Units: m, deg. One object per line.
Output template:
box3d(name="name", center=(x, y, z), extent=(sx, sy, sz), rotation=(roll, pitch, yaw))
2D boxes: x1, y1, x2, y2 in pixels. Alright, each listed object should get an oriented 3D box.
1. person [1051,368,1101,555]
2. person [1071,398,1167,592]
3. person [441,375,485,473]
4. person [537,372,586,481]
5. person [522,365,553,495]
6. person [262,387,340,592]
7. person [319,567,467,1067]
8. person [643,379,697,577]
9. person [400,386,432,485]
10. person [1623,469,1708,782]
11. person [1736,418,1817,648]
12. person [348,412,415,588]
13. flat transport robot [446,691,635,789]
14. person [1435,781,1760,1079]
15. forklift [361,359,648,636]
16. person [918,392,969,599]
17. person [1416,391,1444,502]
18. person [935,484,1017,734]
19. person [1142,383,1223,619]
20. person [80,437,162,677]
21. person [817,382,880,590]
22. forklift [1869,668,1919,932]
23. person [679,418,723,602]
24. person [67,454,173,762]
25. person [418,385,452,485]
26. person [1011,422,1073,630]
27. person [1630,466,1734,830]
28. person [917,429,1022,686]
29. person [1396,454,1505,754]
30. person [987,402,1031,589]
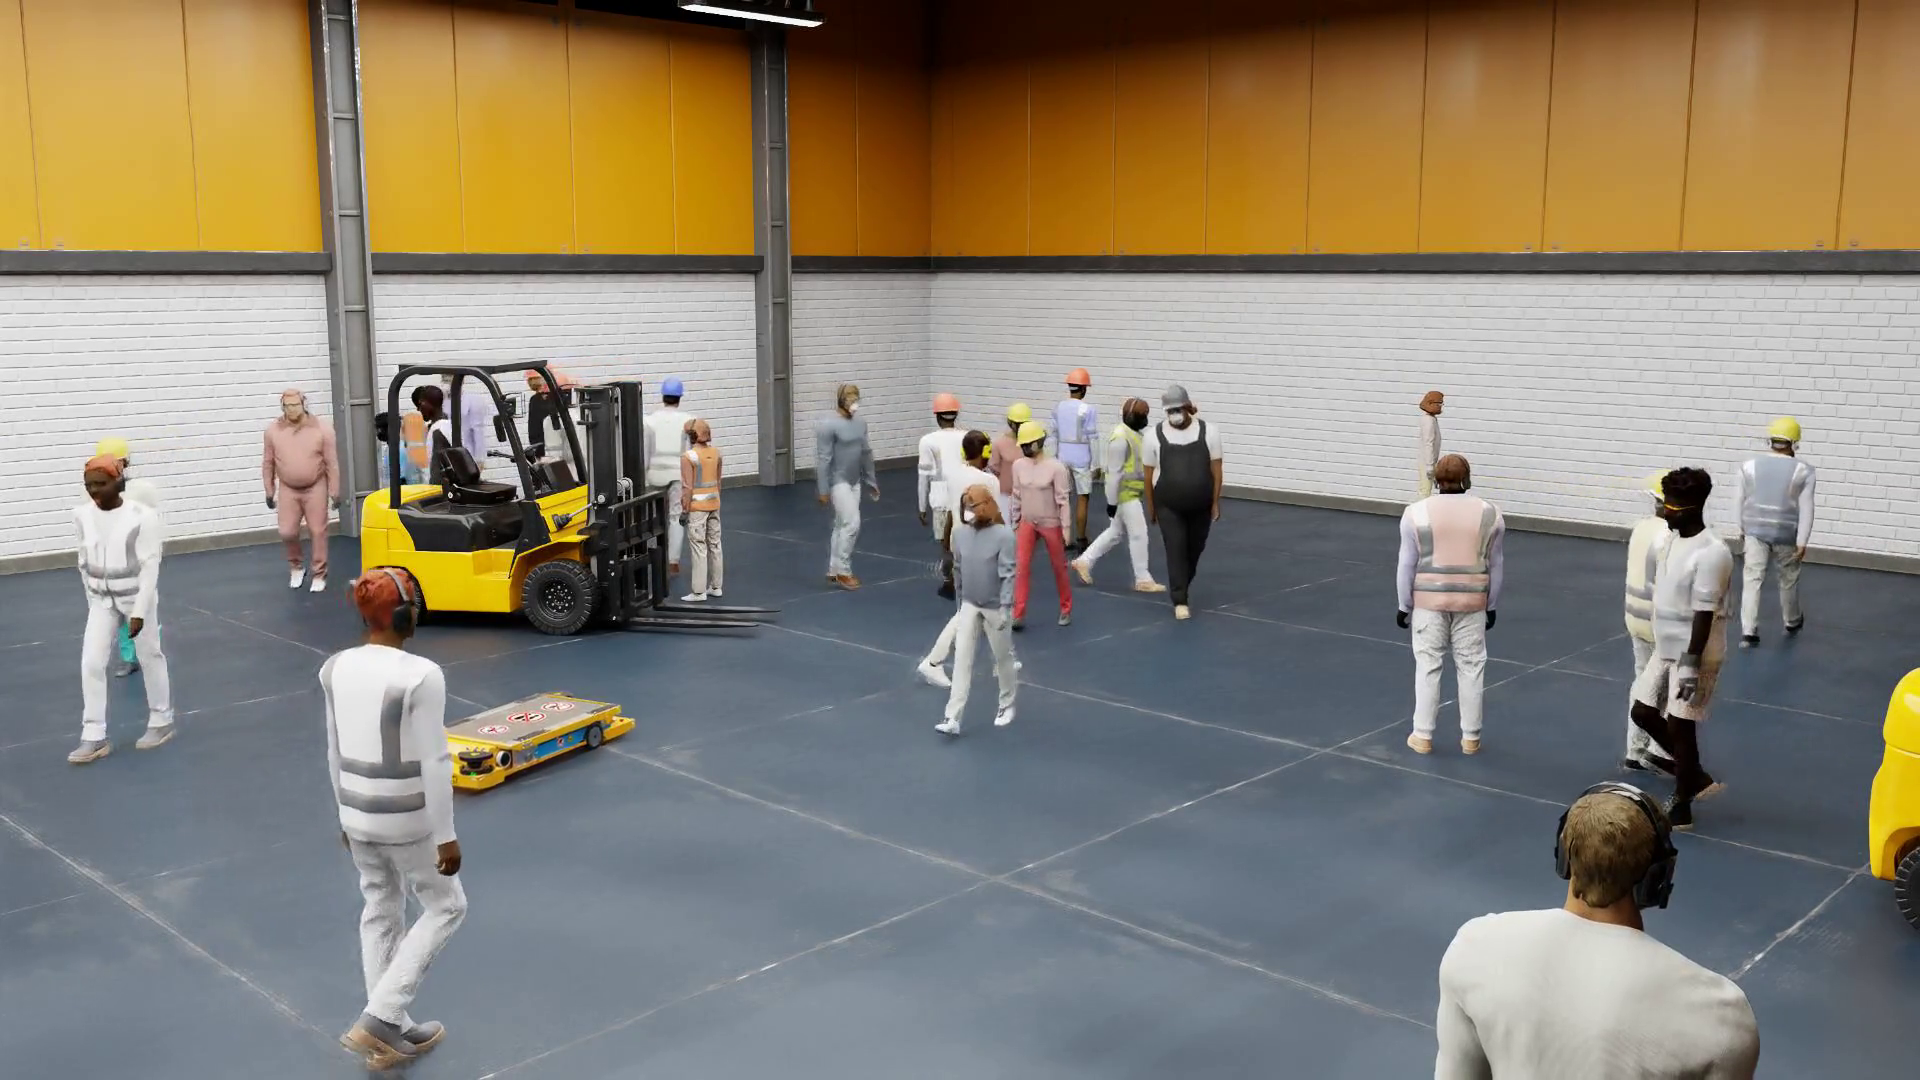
box3d(name="person", center=(1.211, -0.820, 17.282), extent=(0.550, 1.930, 0.372), rotation=(9, 13, 43))
box3d(name="person", center=(1.450, -0.419, 15.261), extent=(0.871, 1.801, 0.633), rotation=(3, 10, 18))
box3d(name="person", center=(-5.333, -0.900, 17.786), extent=(0.630, 1.920, 0.558), rotation=(3, 10, 17))
box3d(name="person", center=(-3.694, -0.515, 15.125), extent=(0.780, 2.017, 0.648), rotation=(3, 10, 20))
box3d(name="person", center=(-4.447, -0.947, 17.892), extent=(0.578, 1.984, 0.631), rotation=(-9, 13, -43))
box3d(name="person", center=(-6.001, -0.452, 15.166), extent=(0.687, 1.885, 0.405), rotation=(-2, 9, -10))
box3d(name="person", center=(-2.075, 1.031, 6.101), extent=(0.610, 1.869, 0.435), rotation=(5, 11, 30))
box3d(name="person", center=(-2.791, -0.615, 16.155), extent=(0.622, 1.883, 1.019), rotation=(0, 9, -2))
box3d(name="person", center=(-5.809, -0.820, 18.019), extent=(0.531, 1.690, 0.319), rotation=(3, 10, 20))
box3d(name="person", center=(4.076, 0.492, 9.585), extent=(0.466, 1.818, 0.599), rotation=(0, 9, -1))
box3d(name="person", center=(6.434, -0.072, 13.126), extent=(0.596, 1.779, 0.935), rotation=(7, 12, 37))
box3d(name="person", center=(-5.188, -0.364, 15.341), extent=(0.888, 1.643, 0.547), rotation=(-3, 10, -17))
box3d(name="flat transport robot", center=(-2.667, 1.185, 10.061), extent=(0.652, 0.197, 1.431), rotation=(5, 10, 26))
box3d(name="person", center=(1.276, 1.438, 3.405), extent=(0.634, 1.937, 0.355), rotation=(8, 12, 40))
box3d(name="forklift", center=(-3.850, -0.407, 13.936), extent=(2.313, 2.155, 1.214), rotation=(2, 9, 11))
box3d(name="person", center=(-0.065, -0.335, 14.479), extent=(0.548, 1.893, 0.984), rotation=(-3, 10, -18))
box3d(name="person", center=(5.110, -0.809, 18.118), extent=(0.268, 1.632, 0.507), rotation=(2, 10, 14))
box3d(name="person", center=(0.120, 0.451, 10.527), extent=(0.516, 1.588, 0.845), rotation=(5, 10, 27))
box3d(name="person", center=(1.903, -0.394, 14.329), extent=(0.684, 2.000, 0.938), rotation=(0, 9, -2))
box3d(name="person", center=(-6.059, 0.127, 12.004), extent=(0.538, 1.751, 0.364), rotation=(0, 9, -2))
box3d(name="person", center=(-1.019, -0.489, 15.285), extent=(0.588, 1.914, 0.648), rotation=(5, 11, 28))
box3d(name="forklift", center=(5.205, 0.723, 7.013), extent=(2.313, 2.155, 1.214), rotation=(9, 13, 43))
box3d(name="person", center=(-2.293, -0.264, 14.771), extent=(0.307, 1.637, 0.512), rotation=(5, 11, 30))
box3d(name="person", center=(-5.077, 0.410, 10.011), extent=(0.570, 1.842, 0.882), rotation=(1, 9, 4))
box3d(name="person", center=(-4.711, -0.452, 15.103), extent=(0.484, 1.898, 0.616), rotation=(-3, 10, -16))
box3d(name="person", center=(0.629, -0.109, 13.569), extent=(0.596, 1.703, 0.863), rotation=(6, 11, 32))
box3d(name="person", center=(3.768, 0.578, 8.687), extent=(0.412, 1.940, 0.607), rotation=(0, 9, -3))
box3d(name="person", center=(0.071, 0.122, 11.883), extent=(0.928, 1.815, 0.603), rotation=(-8, 12, -39))
box3d(name="person", center=(2.967, 0.394, 10.120), extent=(0.622, 1.840, 0.430), rotation=(1, 9, 8))
box3d(name="person", center=(0.488, -0.413, 15.363), extent=(0.528, 1.746, 0.543), rotation=(-4, 10, -23))
